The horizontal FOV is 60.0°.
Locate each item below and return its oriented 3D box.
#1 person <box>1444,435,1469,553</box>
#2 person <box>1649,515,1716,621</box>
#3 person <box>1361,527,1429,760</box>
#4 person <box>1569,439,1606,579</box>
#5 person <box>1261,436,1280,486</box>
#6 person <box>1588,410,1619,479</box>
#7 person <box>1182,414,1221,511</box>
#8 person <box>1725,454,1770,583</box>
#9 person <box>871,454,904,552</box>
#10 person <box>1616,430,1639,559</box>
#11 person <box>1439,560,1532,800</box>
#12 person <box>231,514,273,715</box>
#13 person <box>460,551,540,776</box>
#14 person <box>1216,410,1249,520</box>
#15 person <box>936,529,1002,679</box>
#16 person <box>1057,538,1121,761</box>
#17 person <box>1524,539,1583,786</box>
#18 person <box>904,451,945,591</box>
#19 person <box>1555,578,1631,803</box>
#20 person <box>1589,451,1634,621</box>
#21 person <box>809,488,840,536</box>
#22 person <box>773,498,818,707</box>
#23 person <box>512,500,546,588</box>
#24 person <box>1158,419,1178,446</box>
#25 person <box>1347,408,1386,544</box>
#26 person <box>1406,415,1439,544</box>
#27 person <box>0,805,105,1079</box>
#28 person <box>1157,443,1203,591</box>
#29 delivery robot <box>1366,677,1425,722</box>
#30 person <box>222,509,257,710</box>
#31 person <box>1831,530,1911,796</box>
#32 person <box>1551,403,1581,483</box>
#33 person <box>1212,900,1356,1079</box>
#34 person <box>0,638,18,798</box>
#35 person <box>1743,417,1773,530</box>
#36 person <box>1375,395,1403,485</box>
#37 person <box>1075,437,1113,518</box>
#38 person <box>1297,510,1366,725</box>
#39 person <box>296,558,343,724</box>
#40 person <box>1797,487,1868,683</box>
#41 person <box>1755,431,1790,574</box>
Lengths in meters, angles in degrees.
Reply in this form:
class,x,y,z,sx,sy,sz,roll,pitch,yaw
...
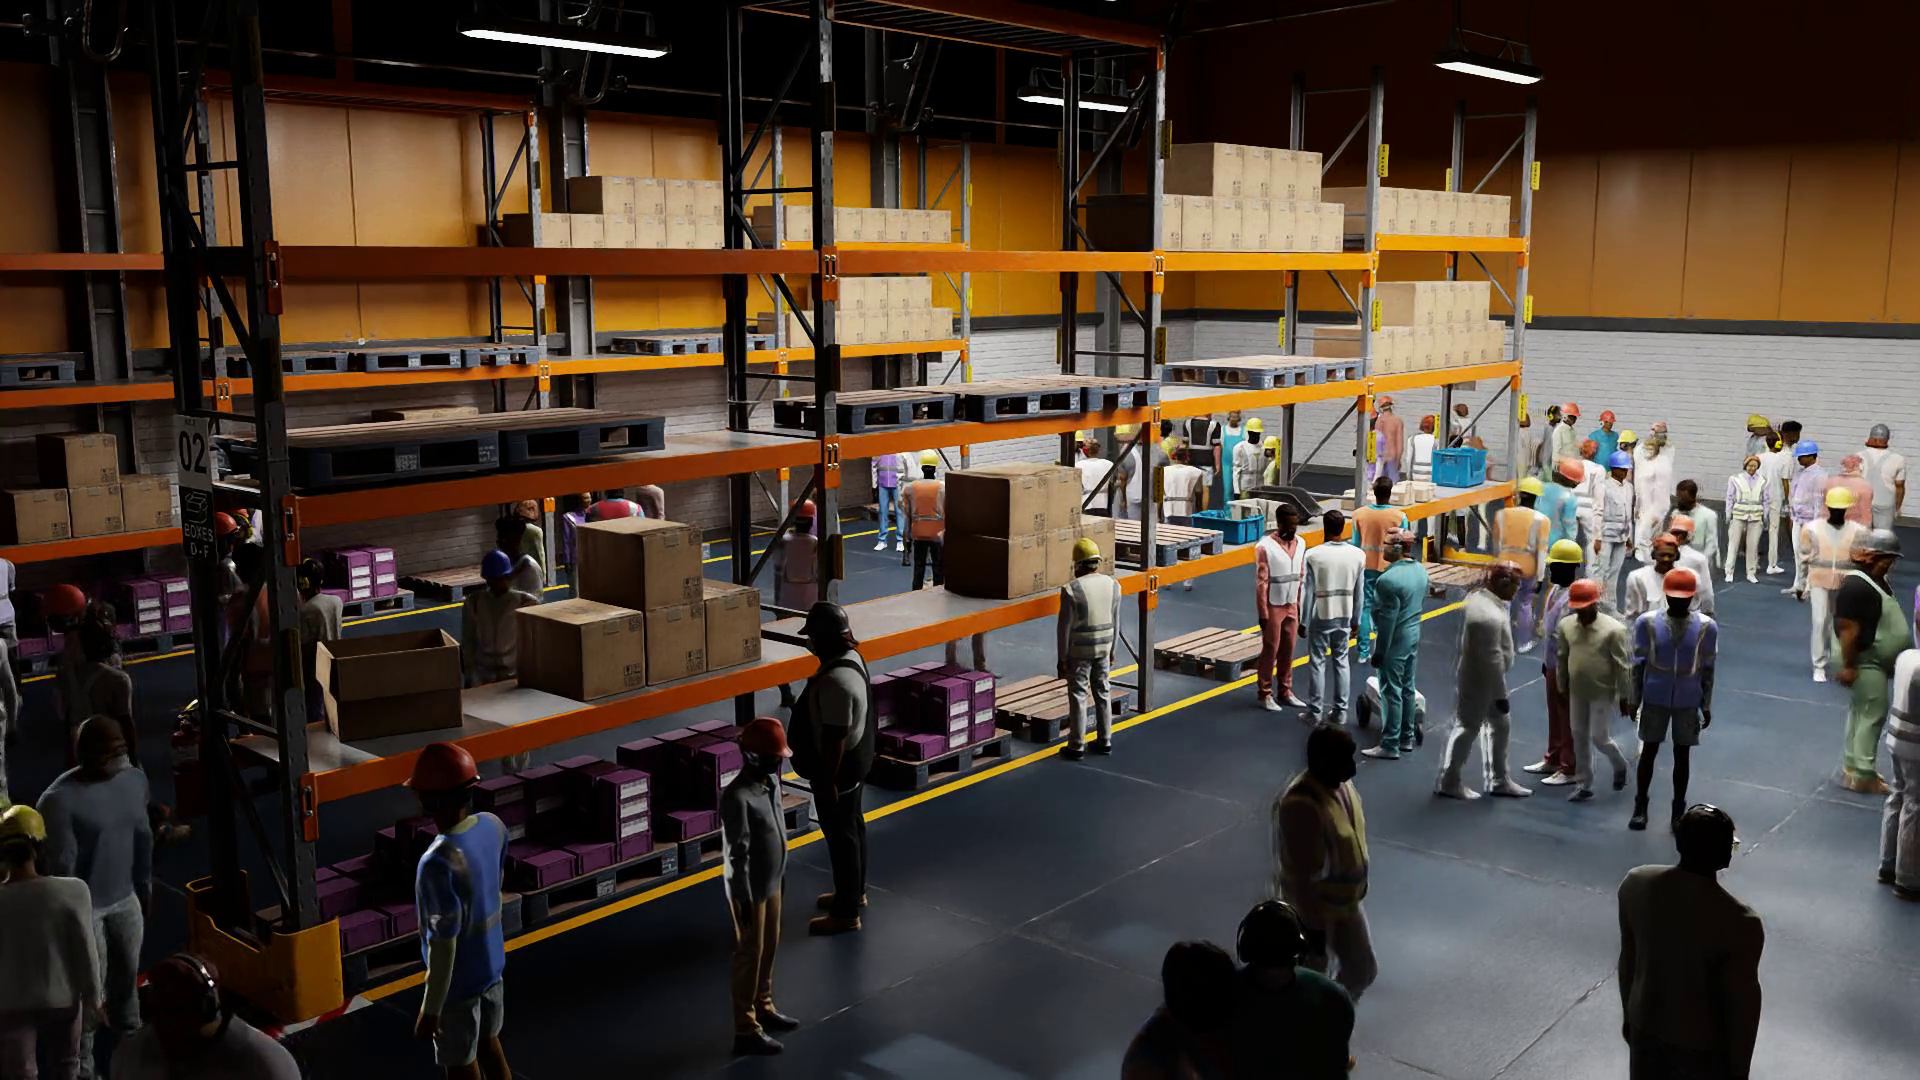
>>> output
class,x,y,z,sx,sy,sz,roll,pitch,yaw
person,6.811,-0.608,22.954,0.530,1.692,0.321,3,10,18
person,6.749,0.619,15.593,0.804,1.710,0.568,-6,11,-30
person,3.563,0.839,13.660,0.409,1.913,0.651,8,12,39
person,7.830,-0.345,20.874,0.793,1.851,0.613,-9,13,-44
person,4.159,-0.507,22.167,0.333,1.760,0.527,4,10,23
person,10.081,-1.154,26.025,0.562,1.752,0.327,-4,10,-21
person,3.699,-1.192,25.442,0.611,2.032,0.411,4,10,25
person,9.978,-0.270,21.102,0.512,1.638,0.307,2,10,11
person,-0.967,-0.799,23.387,0.587,1.930,0.357,2,10,13
person,9.136,-0.624,22.832,0.326,1.767,0.533,6,11,32
person,4.003,1.067,12.443,0.802,1.858,0.666,3,10,18
person,-6.358,0.681,14.771,0.517,1.859,0.340,3,10,18
person,-3.442,1.035,12.458,0.594,1.916,0.762,1,10,4
person,4.278,-1.186,26.049,0.516,1.826,0.790,2,10,9
person,0.097,0.485,16.091,0.685,1.812,0.402,-3,10,-17
person,1.037,0.892,13.616,0.596,1.824,0.403,-6,11,-32
person,4.687,0.948,12.962,0.369,1.928,0.585,0,10,-2
person,-0.351,-0.056,19.003,0.582,1.919,0.393,2,10,14
person,4.766,1.126,12.518,0.556,1.717,0.599,-7,12,-35
person,7.363,-0.037,18.779,0.602,1.949,0.391,-5,11,-29
person,-1.514,0.175,18.471,0.519,1.634,0.330,9,13,43
person,-1.436,0.573,15.241,0.541,1.925,0.425,1,10,6
person,-4.531,0.361,17.381,0.506,1.624,0.288,5,11,29
person,3.245,-1.212,26.694,0.534,1.632,0.924,2,10,13
person,5.789,-0.897,23.663,0.390,2.034,0.605,-2,10,-13
person,6.699,-0.861,23.897,0.585,1.881,0.343,7,12,36
person,-4.039,2.014,7.252,0.529,1.713,0.932,-5,11,-25
person,2.705,-0.276,20.537,0.560,1.838,0.394,2,10,12
delivery robot,3.747,1.358,14.326,0.477,0.478,0.707,0,10,-2
person,-6.538,0.587,15.130,0.380,1.930,0.547,-3,10,-19
person,7.039,0.910,12.854,0.557,2.000,0.720,7,12,38
person,8.970,-1.046,24.672,0.400,1.989,0.623,8,13,40
person,1.042,2.152,5.748,0.635,1.936,0.353,-1,10,-6
person,-6.536,1.322,11.011,0.342,1.872,0.609,7,12,38
person,12.083,-0.994,25.132,0.486,1.737,0.329,-9,13,-43
person,6.736,-1.310,26.380,0.644,1.945,0.570,7,12,35
person,1.688,-0.386,21.236,0.580,1.832,0.404,-2,10,-14
person,3.265,0.686,14.607,0.598,1.907,0.408,-3,10,-16
person,-4.838,1.051,12.561,0.333,1.860,0.510,3,10,20
person,8.534,0.402,16.309,0.593,1.903,0.791,3,10,19
person,10.586,-0.493,21.757,0.311,1.863,0.533,-8,13,-41
